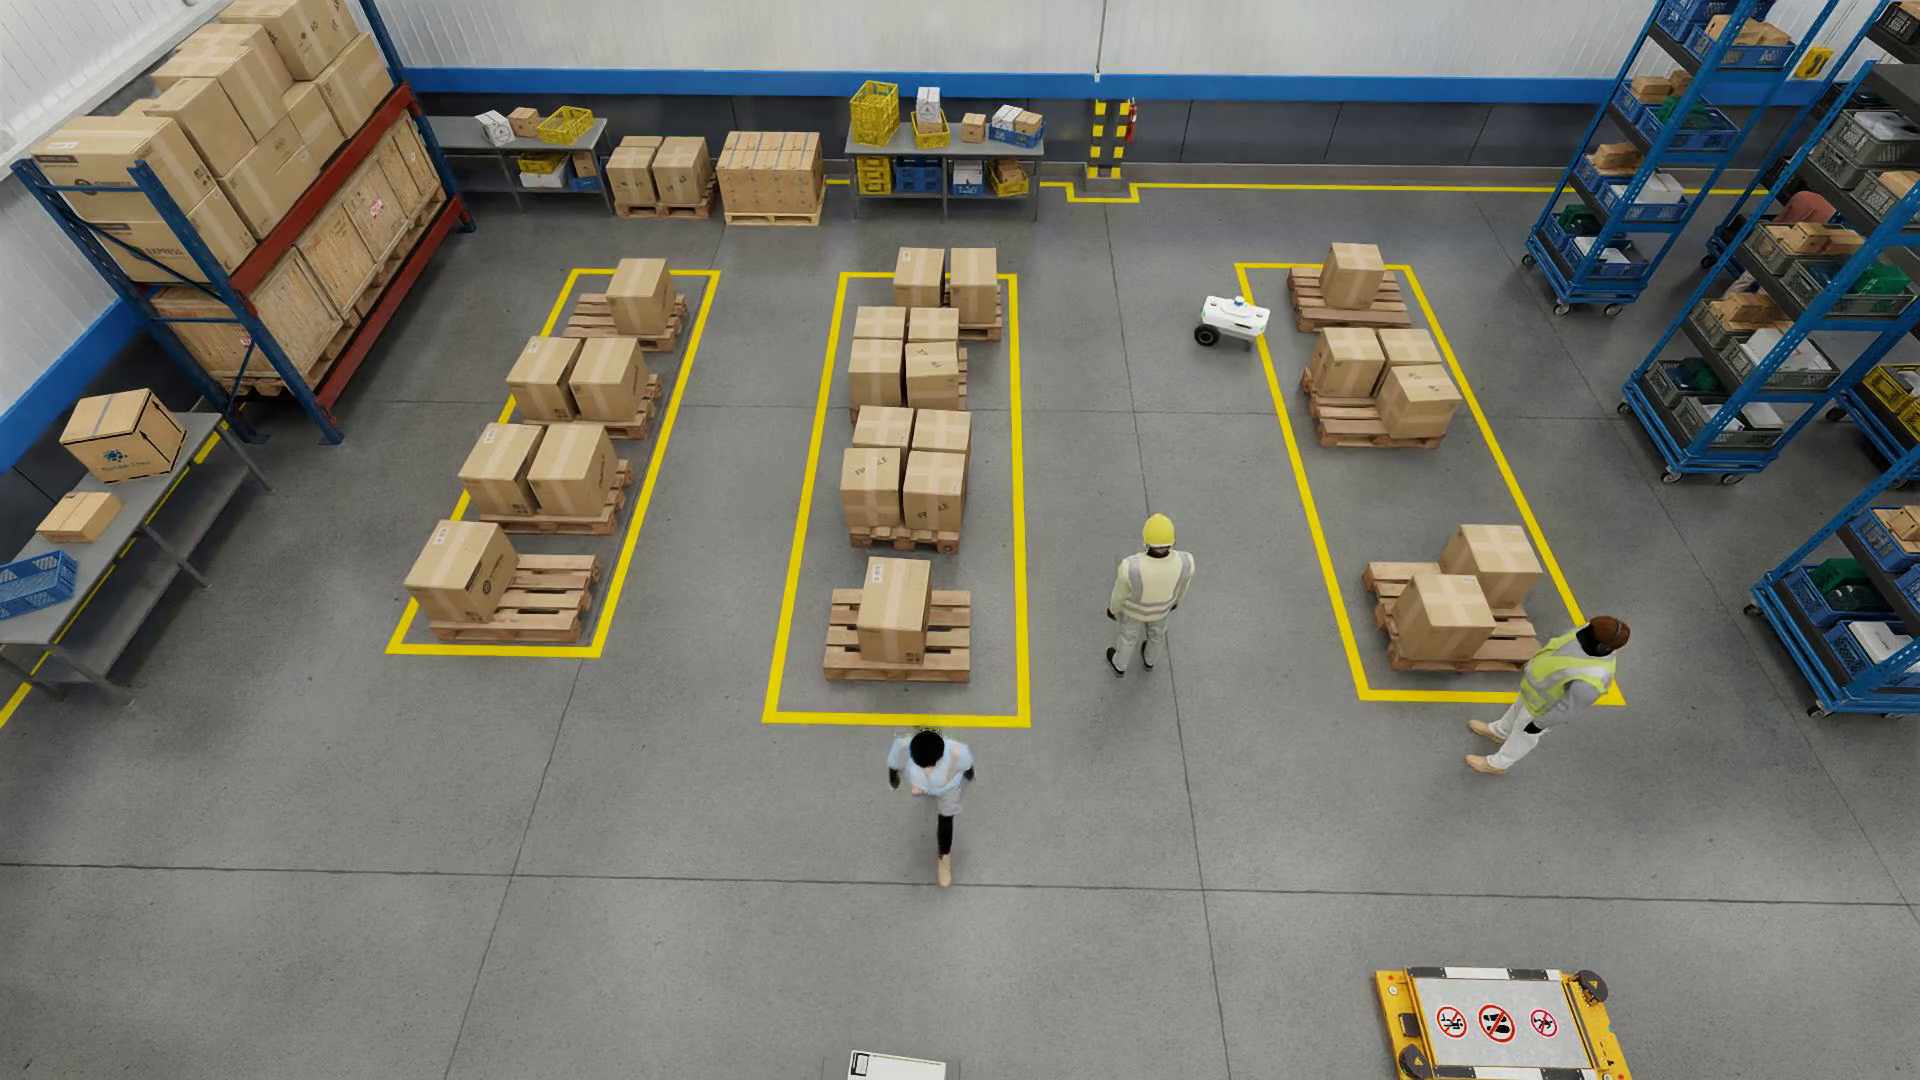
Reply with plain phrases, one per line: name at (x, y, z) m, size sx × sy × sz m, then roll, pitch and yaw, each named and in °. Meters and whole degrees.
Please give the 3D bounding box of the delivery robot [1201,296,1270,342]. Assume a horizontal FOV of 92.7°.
delivery robot at (3.080, -2.497, 10.263) m, size 0.707 × 0.478 × 0.477 m, roll 19°, pitch 53°, yaw 15°

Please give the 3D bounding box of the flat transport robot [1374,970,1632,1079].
flat transport robot at (3.501, 3.133, 5.914) m, size 1.431 × 0.197 × 0.652 m, roll 1°, pitch 51°, yaw 1°

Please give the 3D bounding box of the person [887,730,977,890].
person at (-0.202, 1.670, 6.236) m, size 0.597 × 1.609 × 0.923 m, roll 7°, pitch 51°, yaw 6°

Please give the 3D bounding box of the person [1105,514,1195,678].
person at (1.433, 0.468, 7.093) m, size 0.587 × 1.822 × 0.404 m, roll -6°, pitch 51°, yaw -5°

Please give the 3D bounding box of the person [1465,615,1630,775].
person at (4.182, 1.101, 6.562) m, size 0.429 × 1.846 × 0.627 m, roll 20°, pitch 54°, yaw 16°

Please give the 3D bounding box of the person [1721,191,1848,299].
person at (8.905, -3.073, 9.883) m, size 0.409 × 1.980 × 0.622 m, roll -19°, pitch 53°, yaw -15°
